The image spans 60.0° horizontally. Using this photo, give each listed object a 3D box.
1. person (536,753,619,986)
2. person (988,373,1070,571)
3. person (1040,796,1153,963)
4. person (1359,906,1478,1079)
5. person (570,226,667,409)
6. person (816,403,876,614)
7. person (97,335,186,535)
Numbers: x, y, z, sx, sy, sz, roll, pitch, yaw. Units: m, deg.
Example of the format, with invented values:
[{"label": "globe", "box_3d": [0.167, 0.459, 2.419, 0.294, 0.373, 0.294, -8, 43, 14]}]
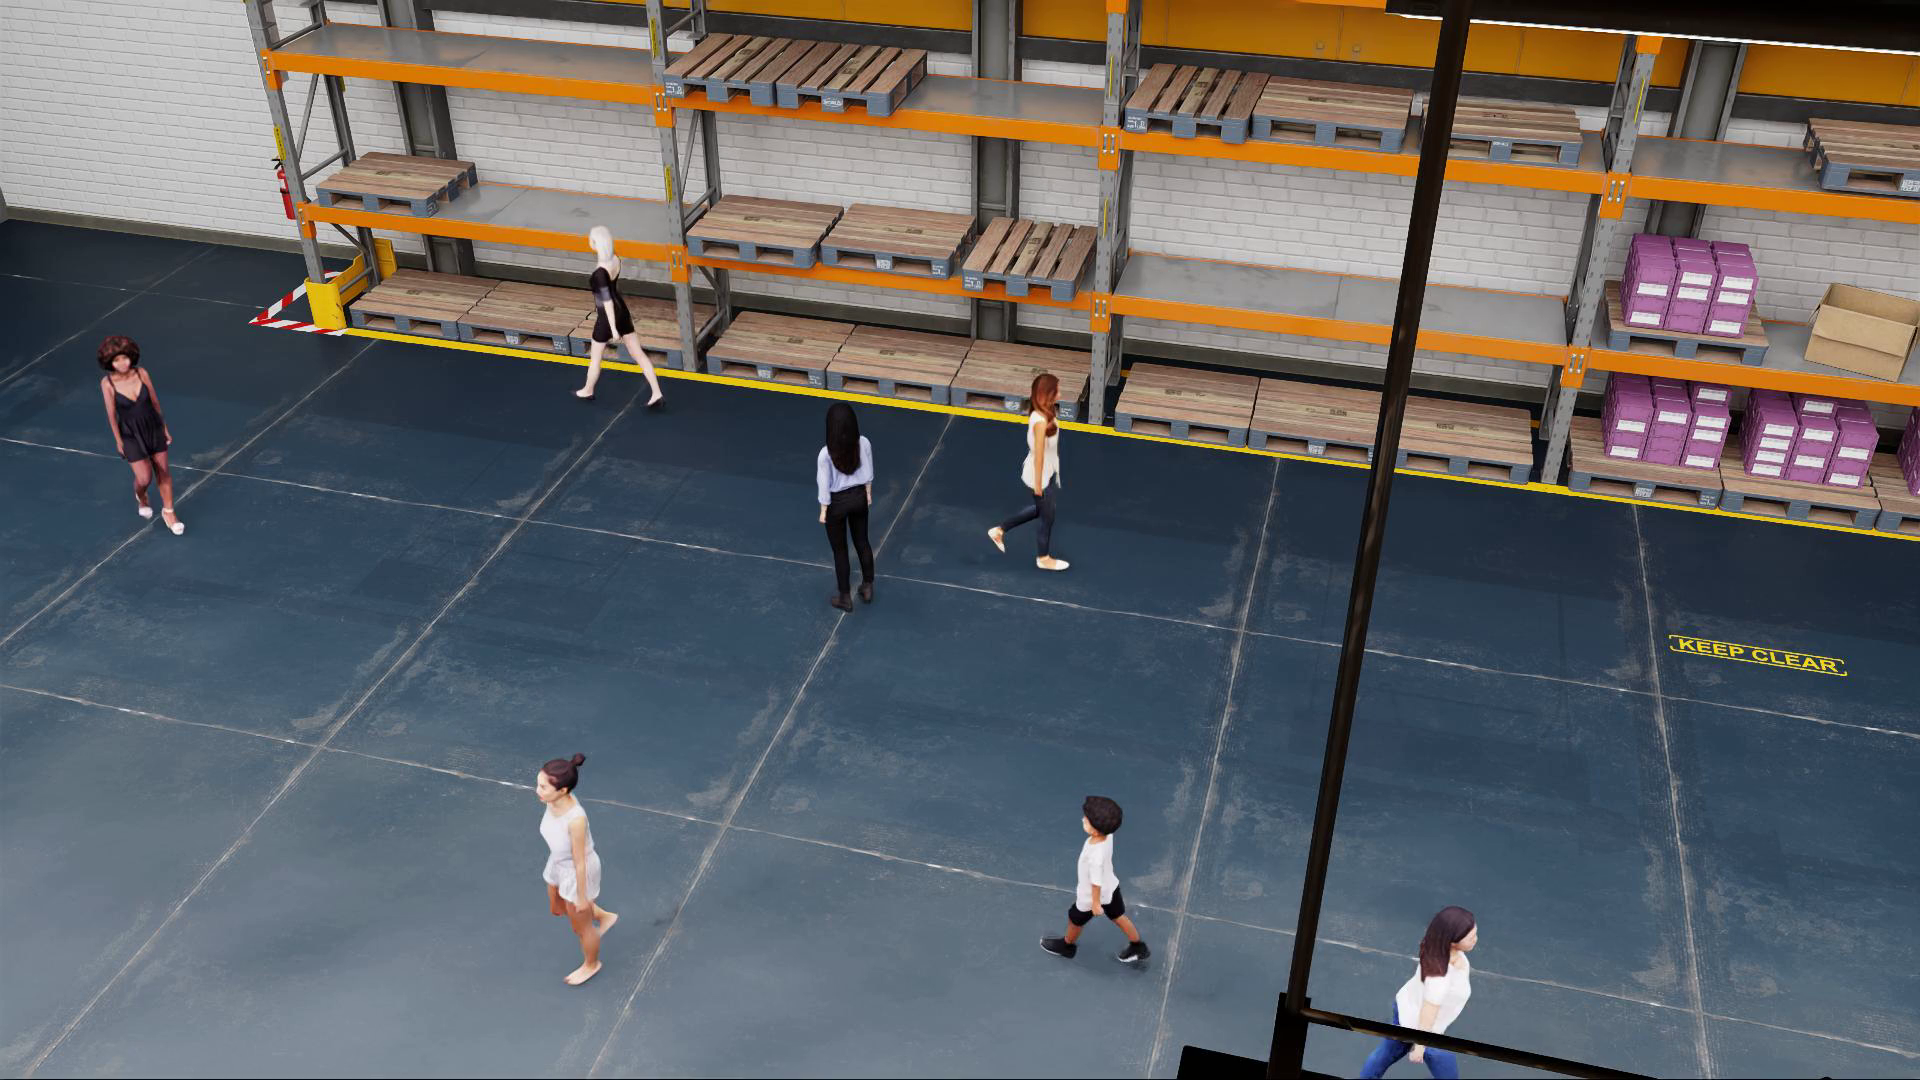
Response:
[{"label": "person", "box_3d": [-2.127, 1.845, 9.451, 0.782, 1.602, 0.728, -25, 41, -32]}, {"label": "person", "box_3d": [0.531, -0.508, 12.841, 0.934, 1.767, 0.709, 2, 34, 3]}, {"label": "person", "box_3d": [0.855, 1.985, 9.560, 0.885, 1.247, 0.528, 11, 35, 16]}, {"label": "person", "box_3d": [2.256, 2.469, 8.471, 1.076, 1.646, 0.737, 2, 34, 3]}, {"label": "person", "box_3d": [-3.031, -1.951, 15.002, 1.155, 1.779, 0.574, 9, 35, 13]}, {"label": "person", "box_3d": [-0.853, -0.246, 12.468, 0.733, 1.743, 0.765, -22, 40, -30]}, {"label": "person", "box_3d": [-6.592, -0.858, 13.356, 0.816, 1.779, 0.719, 28, 43, 35]}]
